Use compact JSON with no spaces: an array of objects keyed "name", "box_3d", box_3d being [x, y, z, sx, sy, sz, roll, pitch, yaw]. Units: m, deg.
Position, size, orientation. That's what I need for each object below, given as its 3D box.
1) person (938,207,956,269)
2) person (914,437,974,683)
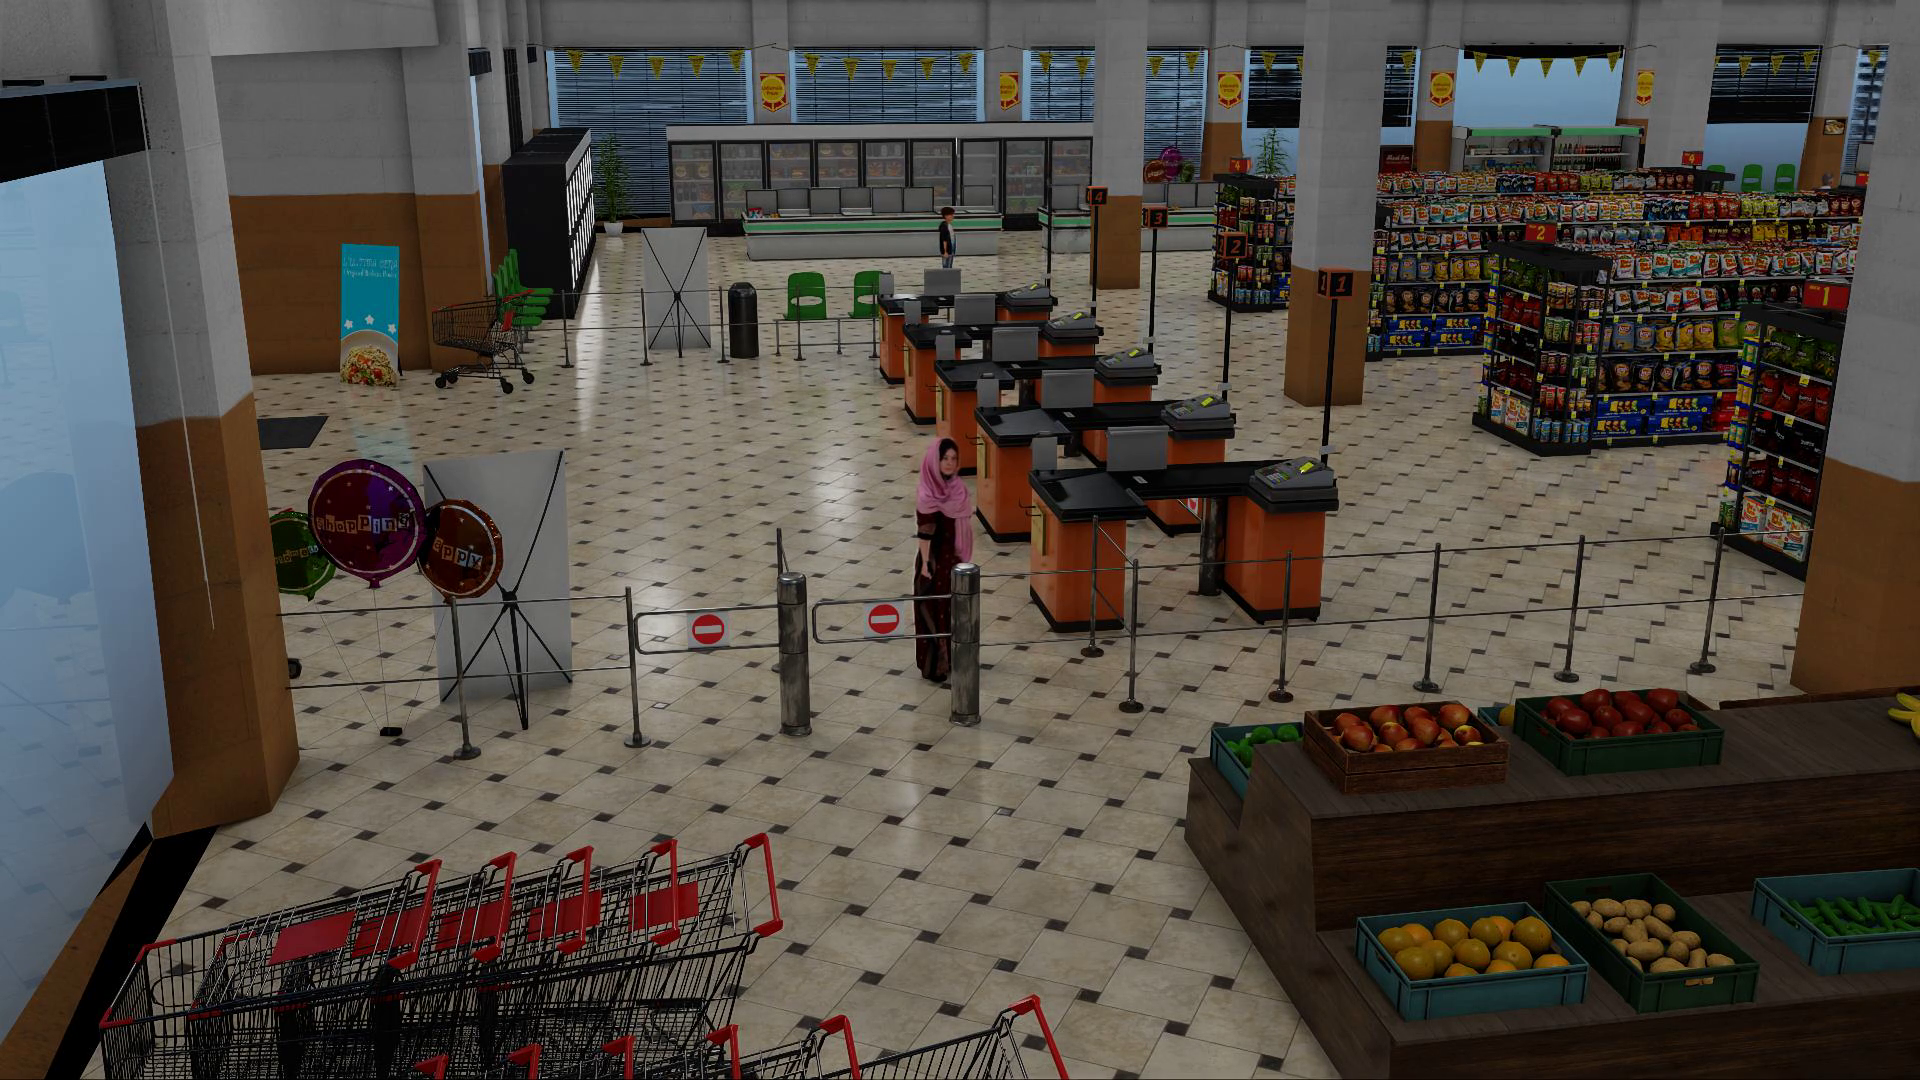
[{"name":"person","box_3d":[-0.201,-4.737,27.277,0.632,1.447,0.612,4,17,14]},{"name":"person","box_3d":[-0.118,0.114,10.976,0.816,1.637,0.750,12,21,35]}]
